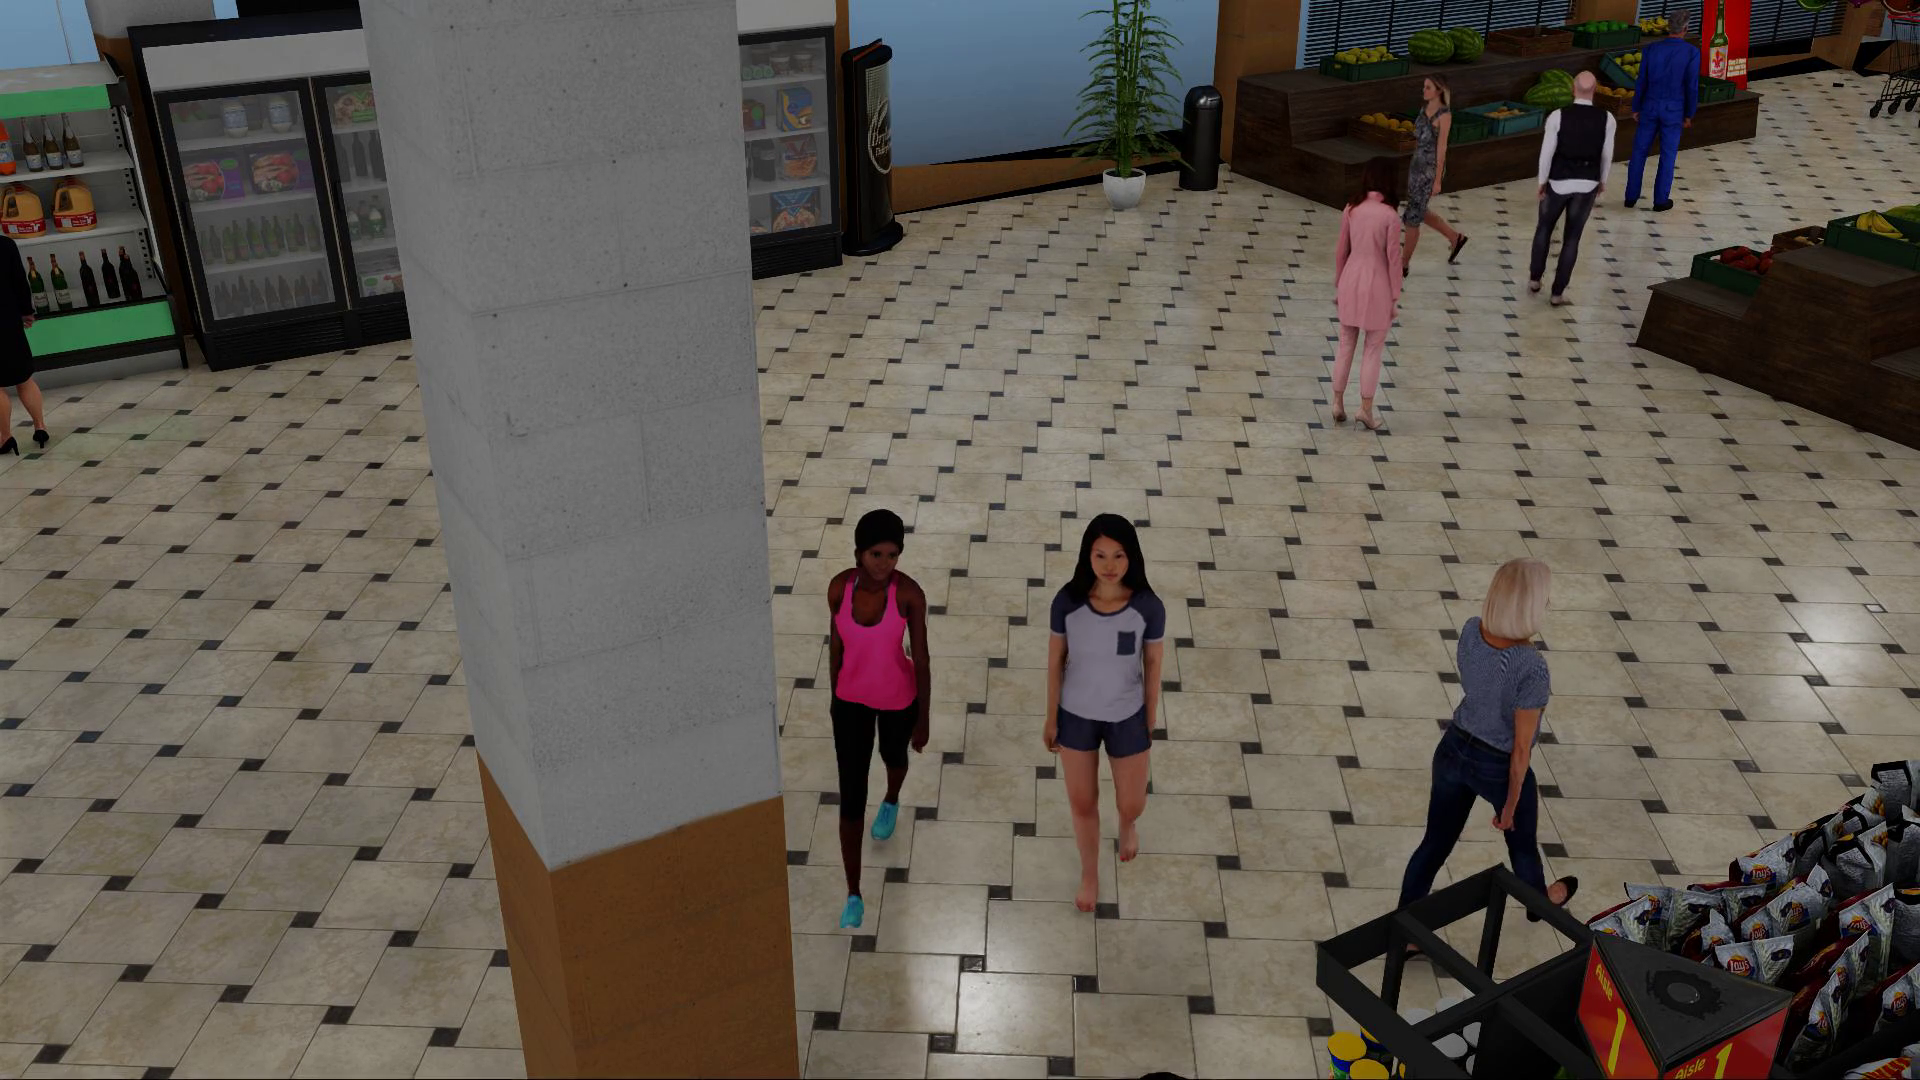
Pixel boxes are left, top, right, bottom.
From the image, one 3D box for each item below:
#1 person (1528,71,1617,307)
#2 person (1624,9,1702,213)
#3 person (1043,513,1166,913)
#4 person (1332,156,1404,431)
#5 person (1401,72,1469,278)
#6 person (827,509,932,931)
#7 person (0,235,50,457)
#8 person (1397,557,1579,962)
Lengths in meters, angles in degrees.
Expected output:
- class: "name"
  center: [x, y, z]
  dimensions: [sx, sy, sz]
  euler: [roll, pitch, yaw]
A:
- class: "person"
  center: [4.793, -2.718, 13.034]
  dimensions: [0.966, 1.804, 1.026]
  euler: [8, 28, 15]
- class: "person"
  center: [6.577, -4.019, 15.572]
  dimensions: [0.789, 1.829, 0.734]
  euler: [17, 32, 30]
- class: "person"
  center: [0.568, 0.641, 6.530]
  dimensions: [0.781, 1.696, 0.839]
  euler: [5, 27, 9]
- class: "person"
  center: [2.626, -1.583, 10.800]
  dimensions: [0.676, 1.801, 0.634]
  euler: [22, 34, 37]
- class: "person"
  center: [3.922, -2.982, 13.692]
  dimensions: [1.073, 1.679, 0.762]
  euler: [-7, 28, -13]
- class: "person"
  center: [-0.302, 0.614, 6.615]
  dimensions: [1.140, 1.667, 1.095]
  euler: [4, 27, 8]
- class: "person"
  center: [-6.089, -1.338, 10.459]
  dimensions: [0.658, 1.671, 0.817]
  euler: [-24, 36, -39]
- class: "person"
  center: [1.855, 0.864, 6.106]
  dimensions: [1.066, 1.681, 0.587]
  euler: [-16, 31, -28]
